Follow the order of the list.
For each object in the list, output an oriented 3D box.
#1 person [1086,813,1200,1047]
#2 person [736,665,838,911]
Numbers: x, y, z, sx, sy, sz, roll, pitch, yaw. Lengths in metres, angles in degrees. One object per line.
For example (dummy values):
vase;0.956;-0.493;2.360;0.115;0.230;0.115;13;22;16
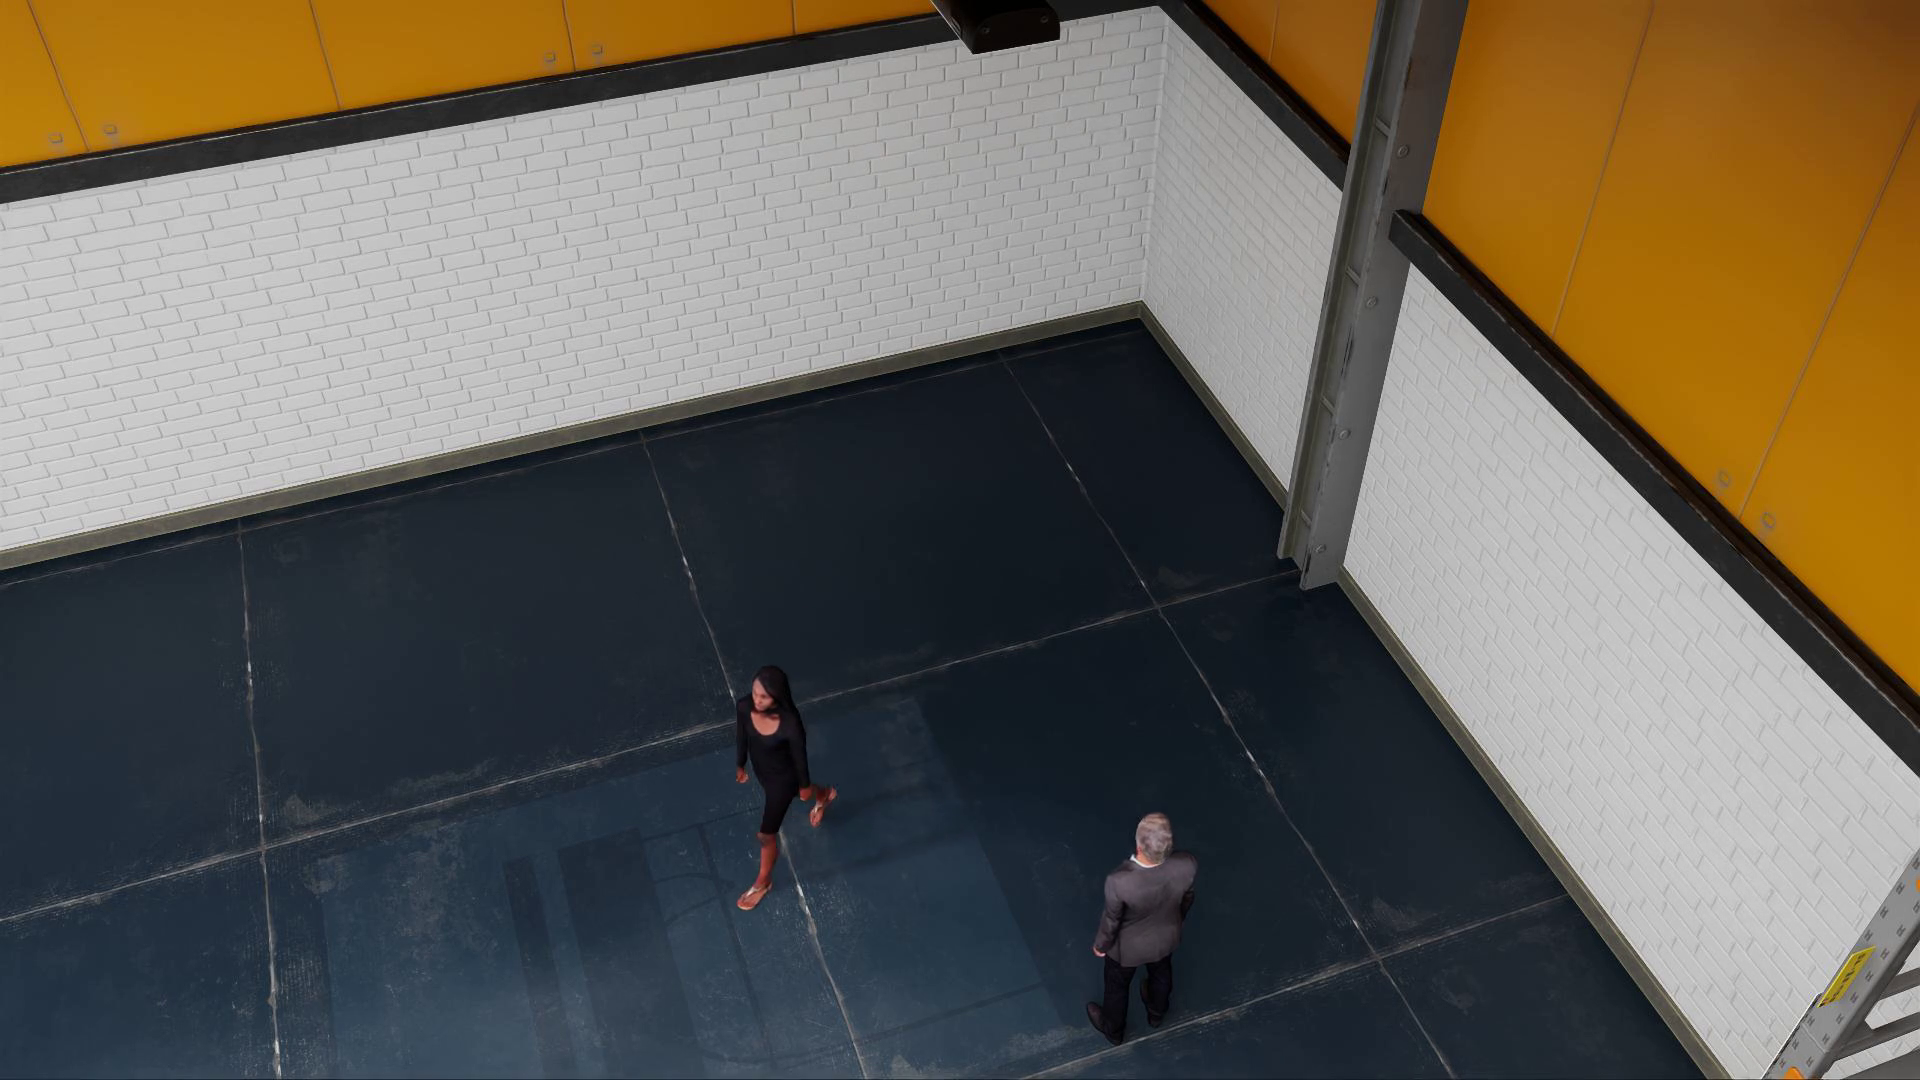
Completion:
person;0.947;2.023;8.662;0.718;1.842;0.606;-17;46;-17
person;-1.001;1.297;9.543;1.192;1.679;1.117;27;50;26
